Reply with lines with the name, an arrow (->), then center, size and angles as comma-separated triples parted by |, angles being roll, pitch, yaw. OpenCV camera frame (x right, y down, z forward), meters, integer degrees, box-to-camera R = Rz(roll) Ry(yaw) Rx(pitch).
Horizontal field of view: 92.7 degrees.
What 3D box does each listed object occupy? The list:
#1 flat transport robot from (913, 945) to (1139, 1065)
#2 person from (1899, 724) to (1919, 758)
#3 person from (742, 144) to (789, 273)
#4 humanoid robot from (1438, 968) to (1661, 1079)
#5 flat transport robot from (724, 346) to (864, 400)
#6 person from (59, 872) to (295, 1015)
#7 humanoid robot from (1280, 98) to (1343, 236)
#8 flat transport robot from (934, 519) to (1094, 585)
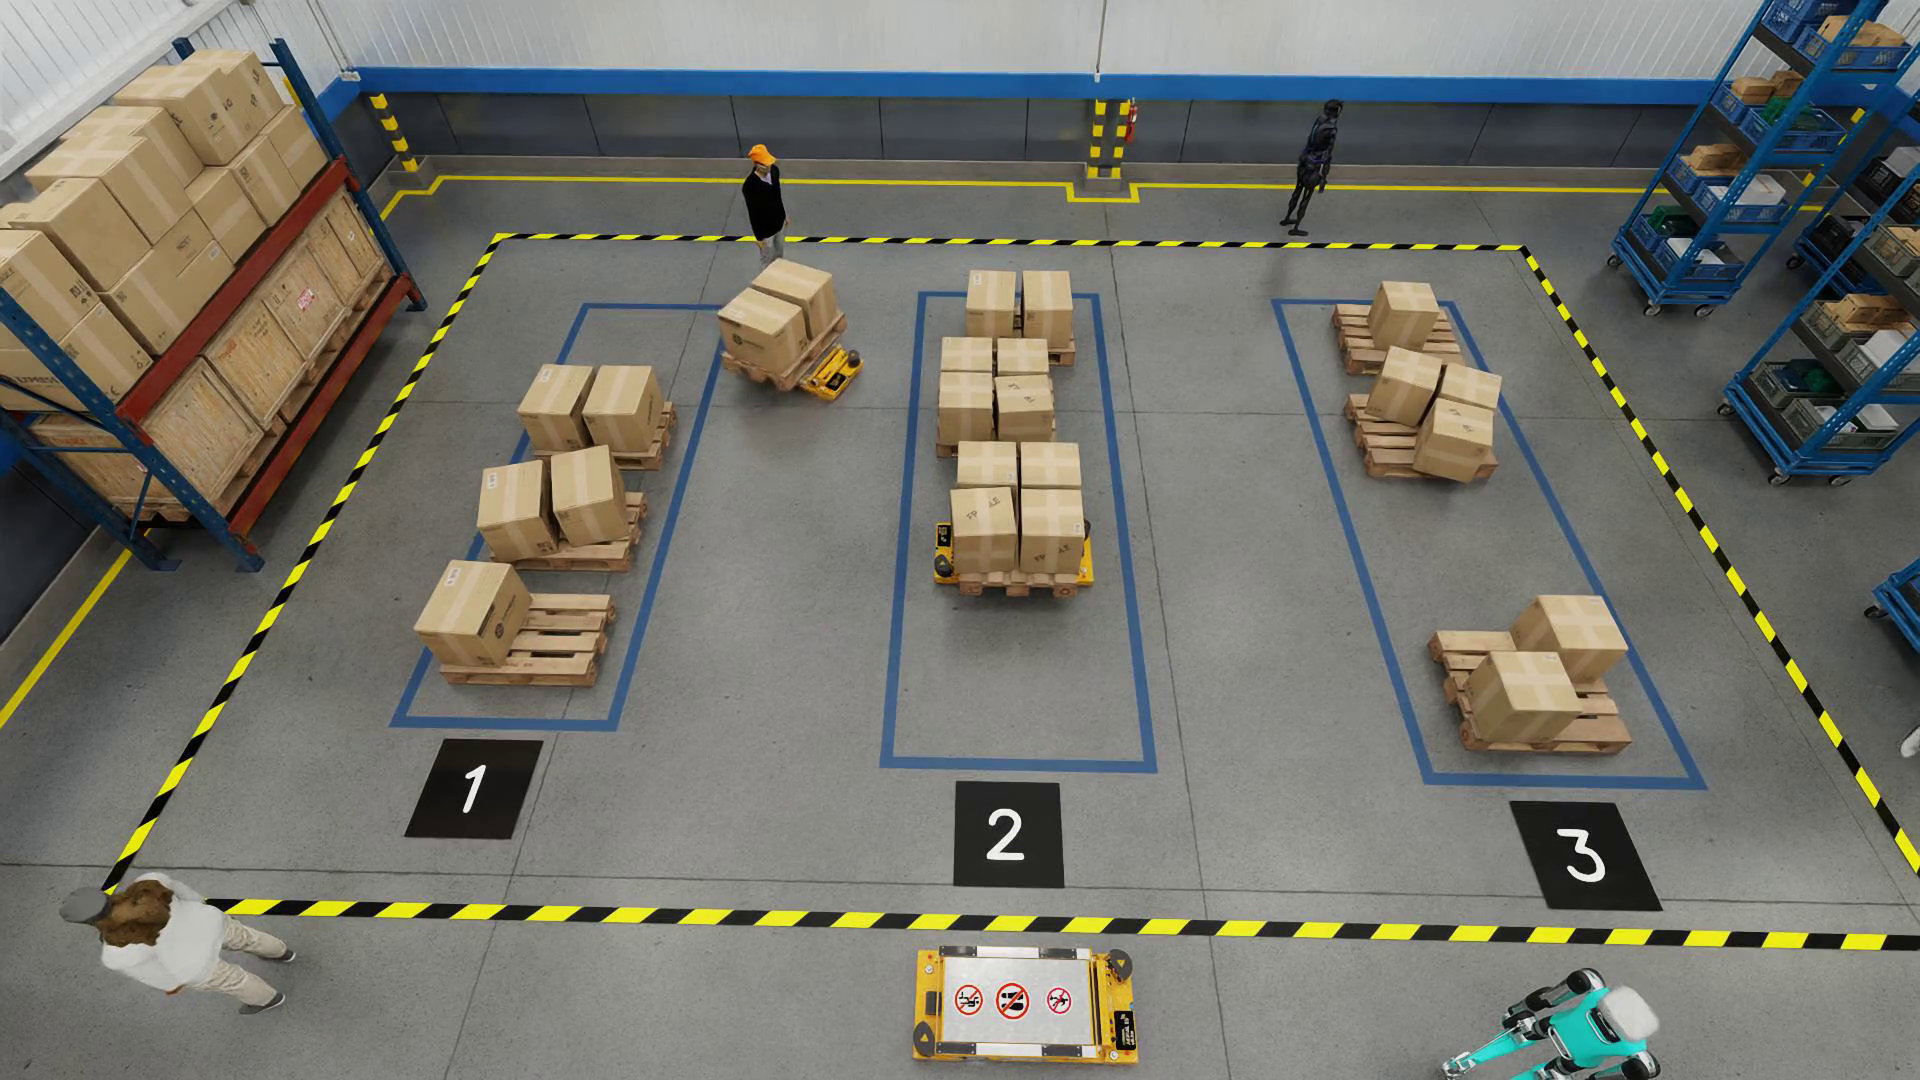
flat transport robot -> 0.422, 3.041, 6.007 | 1.431, 0.231, 0.659 | 1, 51, 1
person -> 7.504, 1.279, 6.429 | 0.607, 1.838, 0.504 | 5, 51, 4
person -> -2.129, -3.549, 10.337 | 0.385, 1.883, 0.586 | 21, 54, 16
humanoid robot -> 3.101, 2.891, 5.097 | 0.735, 1.673, 0.533 | -11, 52, -9
flat transport robot -> -1.847, -2.018, 10.113 | 1.431, 0.197, 0.652 | 21, 54, 16
person -> -4.647, 2.441, 5.531 | 0.403, 1.762, 0.563 | -6, 51, -5
humanoid robot -> 4.359, -4.611, 11.325 | 0.315, 1.659, 0.599 | -7, 51, -6
flat transport robot -> 0.490, 0.087, 8.397 | 1.431, 0.197, 0.652 | 1, 51, 1
